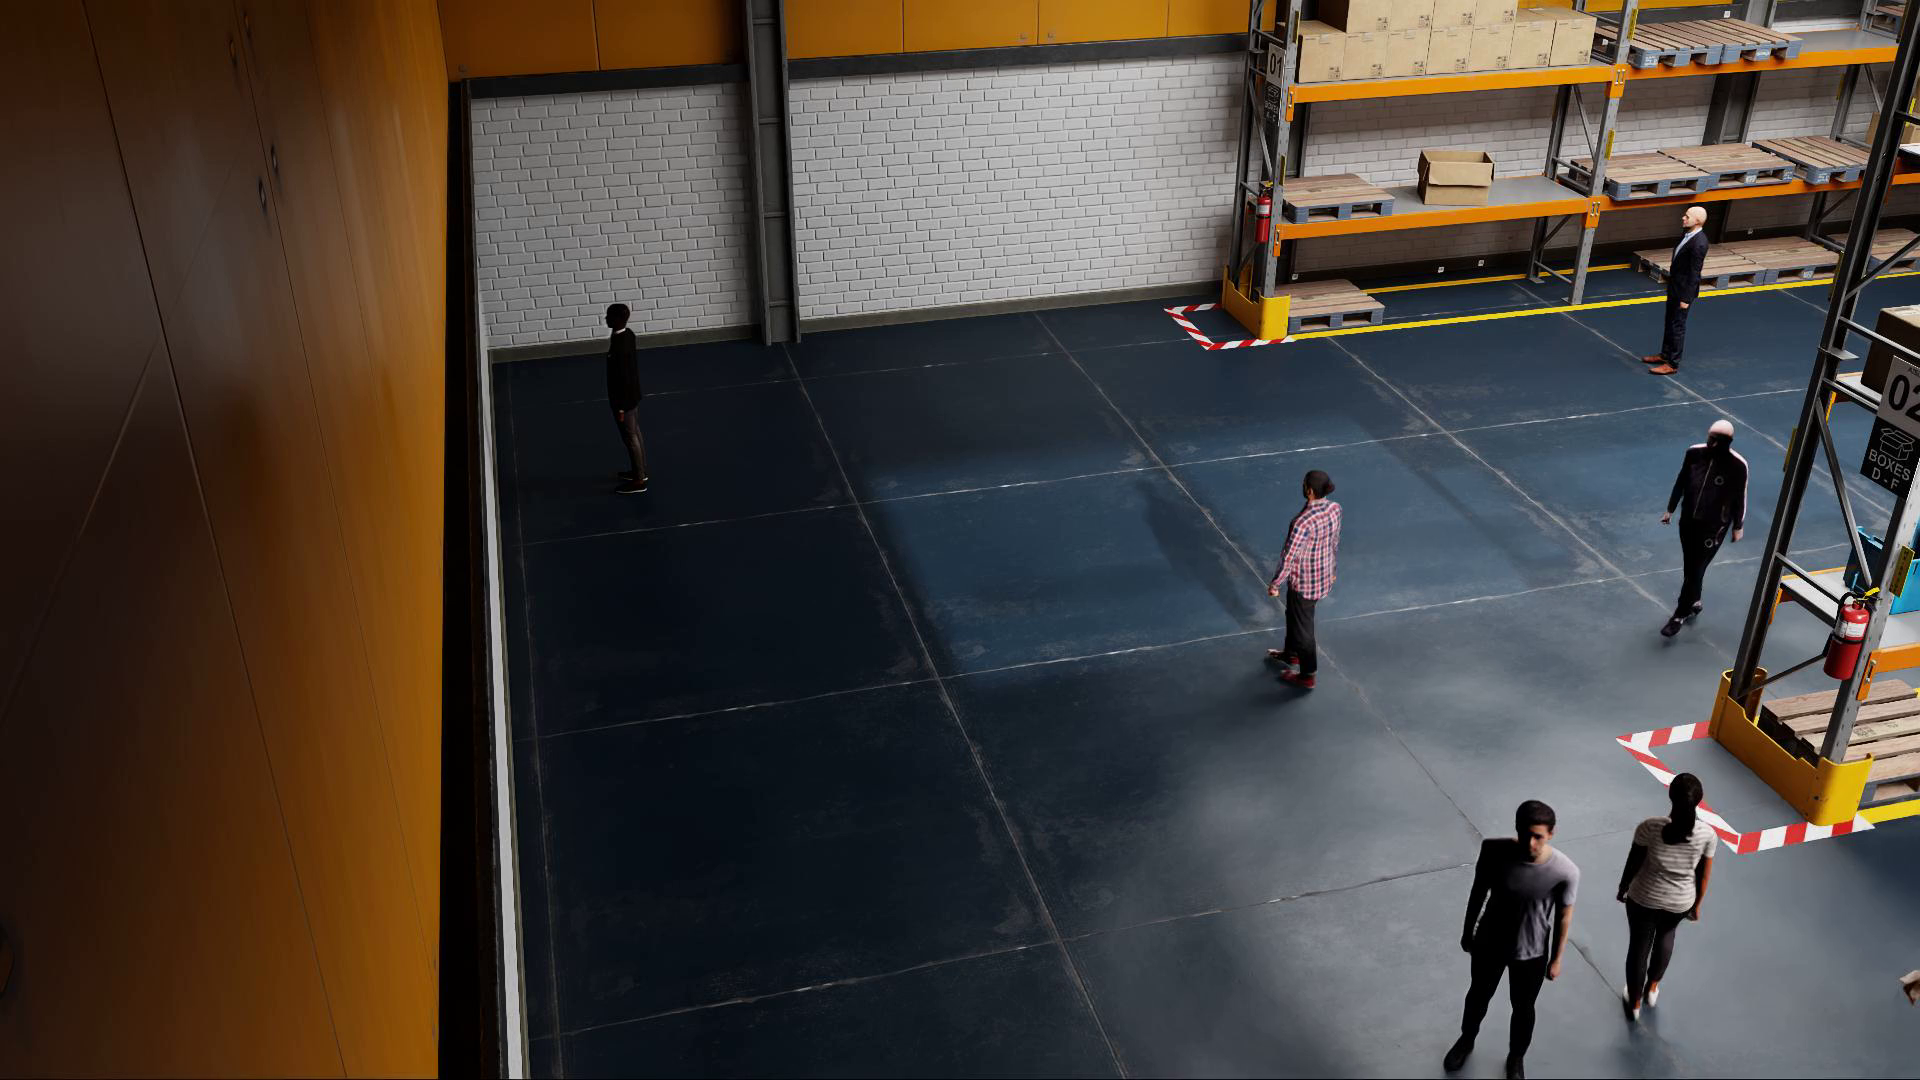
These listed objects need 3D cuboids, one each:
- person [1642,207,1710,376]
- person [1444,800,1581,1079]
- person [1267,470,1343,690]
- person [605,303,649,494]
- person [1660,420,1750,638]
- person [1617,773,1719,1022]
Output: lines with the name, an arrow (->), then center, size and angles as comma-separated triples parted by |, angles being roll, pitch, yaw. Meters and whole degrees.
person -> 7.635, -2.651, 17.595 | 0.715, 1.800, 0.764 | 3, 29, 5
person -> 2.930, 2.118, 8.791 | 0.752, 1.857, 0.812 | 16, 32, 26
person -> 2.612, 0.318, 12.209 | 0.943, 1.744, 0.881 | 21, 35, 33
person -> -3.036, -1.299, 15.116 | 0.626, 1.800, 0.697 | -2, 29, -3
person -> 5.865, -0.141, 12.989 | 1.012, 1.803, 0.914 | -19, 34, -30
person -> 3.889, 2.027, 9.189 | 0.653, 1.637, 0.743 | 6, 29, 11
